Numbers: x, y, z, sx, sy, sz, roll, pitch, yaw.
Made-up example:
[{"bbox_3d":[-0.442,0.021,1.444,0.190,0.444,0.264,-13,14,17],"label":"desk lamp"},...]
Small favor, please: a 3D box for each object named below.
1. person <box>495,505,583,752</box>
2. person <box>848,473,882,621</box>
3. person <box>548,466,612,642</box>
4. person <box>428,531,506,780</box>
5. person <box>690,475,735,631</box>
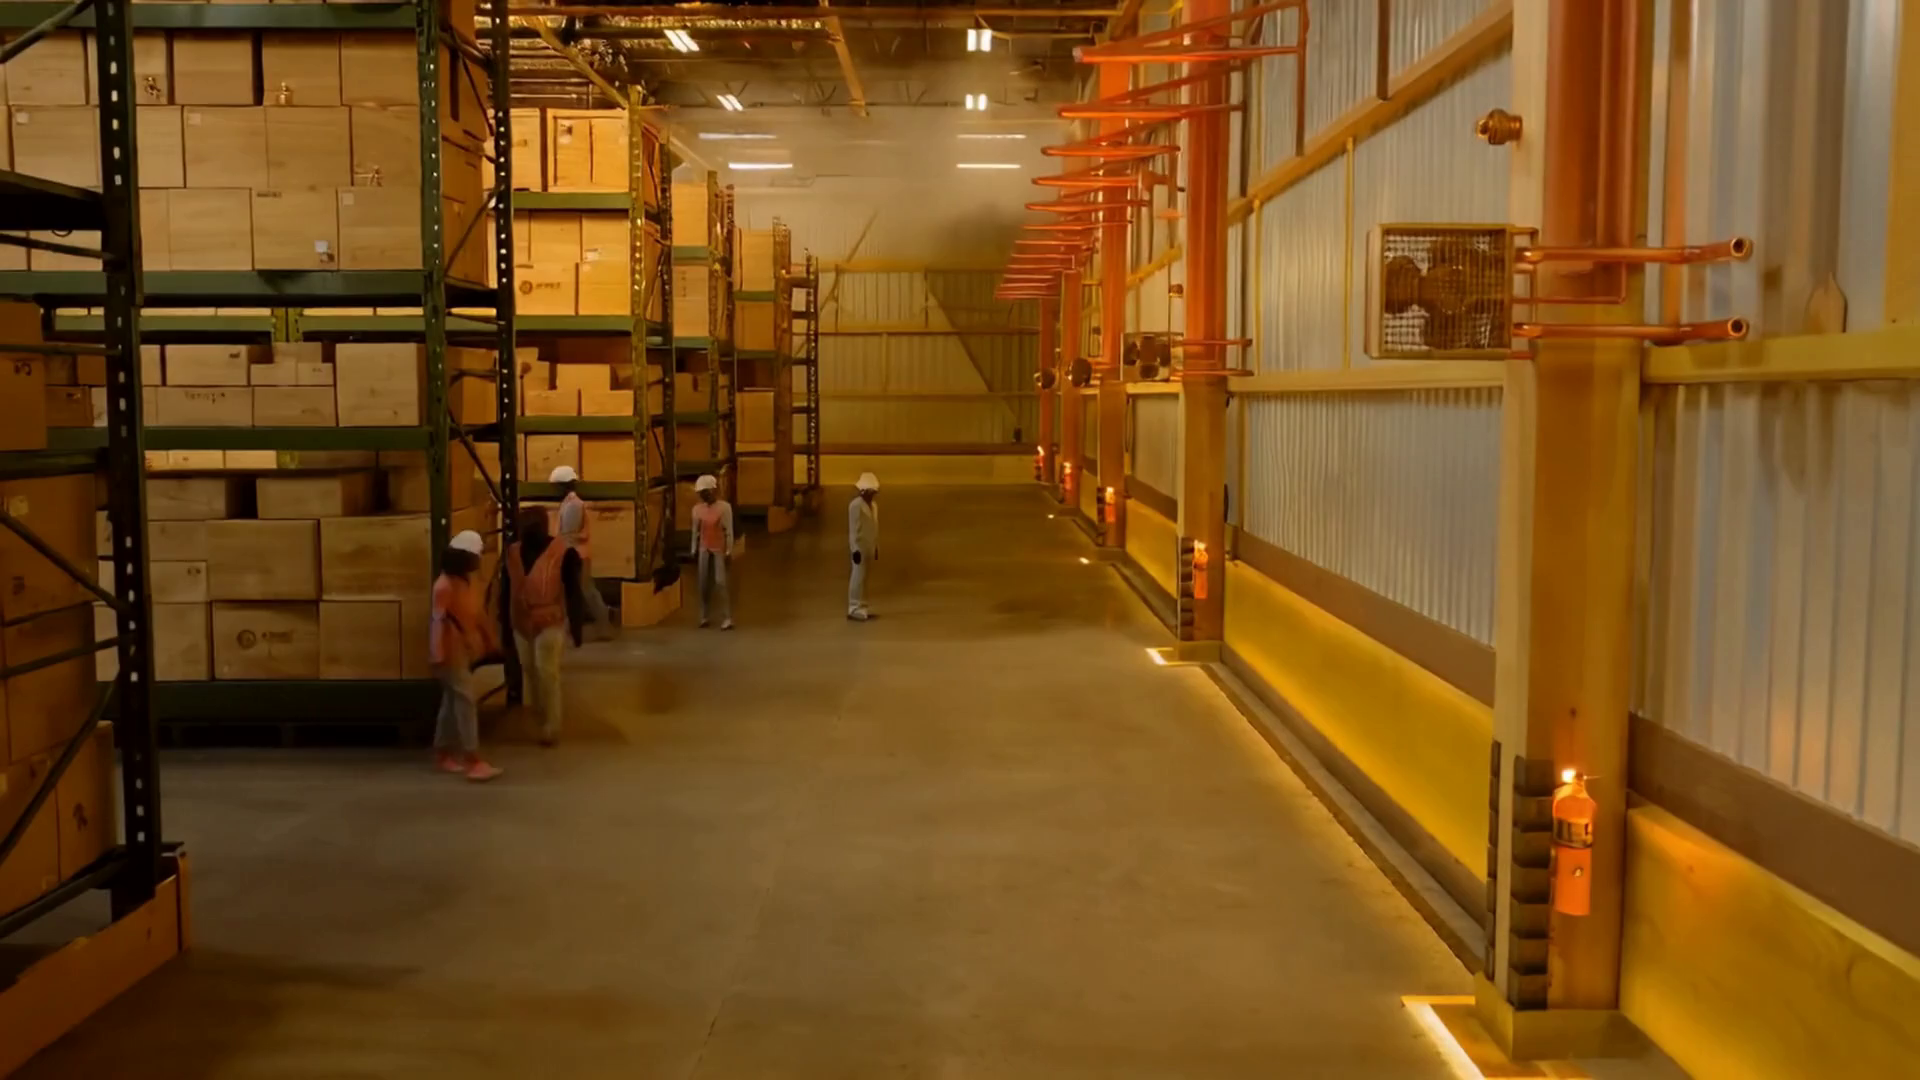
[{"bbox_3d":[-3.184,0.662,12.338,0.640,1.816,0.694,1,5,15],"label":"person"},{"bbox_3d":[-1.099,0.081,19.528,0.351,1.742,0.567,2,5,26],"label":"person"},{"bbox_3d":[-4.161,0.168,17.631,0.997,1.894,0.615,-3,6,-28],"label":"person"},{"bbox_3d":[-3.373,0.792,11.467,0.749,1.701,0.490,1,5,12],"label":"person"},{"bbox_3d":[-2.807,0.136,18.794,0.536,1.749,0.394,3,6,28],"label":"person"}]
